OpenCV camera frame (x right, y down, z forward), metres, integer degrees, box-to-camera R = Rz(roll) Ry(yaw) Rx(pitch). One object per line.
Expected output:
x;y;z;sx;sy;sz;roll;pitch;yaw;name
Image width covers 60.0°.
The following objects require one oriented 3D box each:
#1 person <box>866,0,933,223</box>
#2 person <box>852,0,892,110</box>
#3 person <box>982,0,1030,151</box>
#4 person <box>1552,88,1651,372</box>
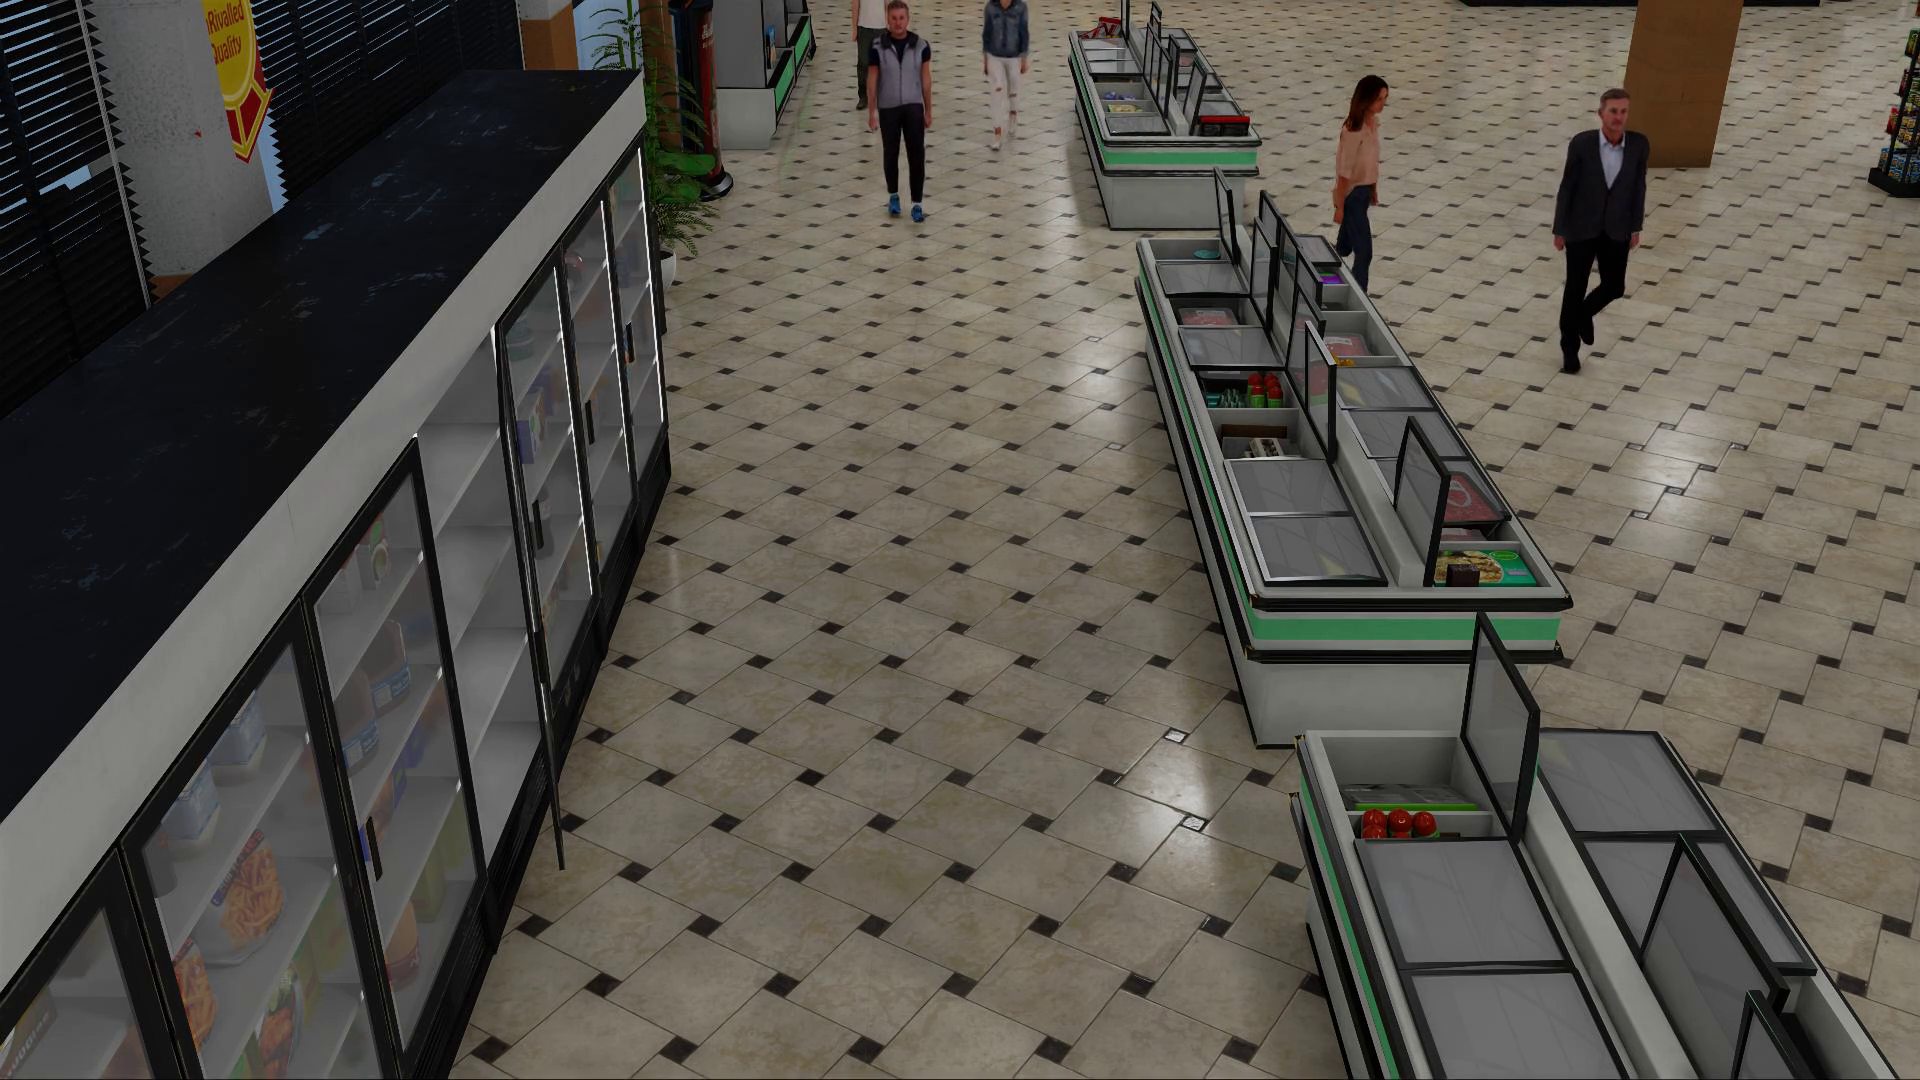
-0.518;-3.631;14.073;0.764;1.794;1.018;-2;27;-5;person
-0.941;-5.483;17.882;0.584;1.652;0.528;-1;27;-2;person
0.449;-4.725;16.357;0.676;1.679;1.022;3;27;5;person
4.182;-2.064;10.942;0.771;1.830;0.878;2;27;5;person
